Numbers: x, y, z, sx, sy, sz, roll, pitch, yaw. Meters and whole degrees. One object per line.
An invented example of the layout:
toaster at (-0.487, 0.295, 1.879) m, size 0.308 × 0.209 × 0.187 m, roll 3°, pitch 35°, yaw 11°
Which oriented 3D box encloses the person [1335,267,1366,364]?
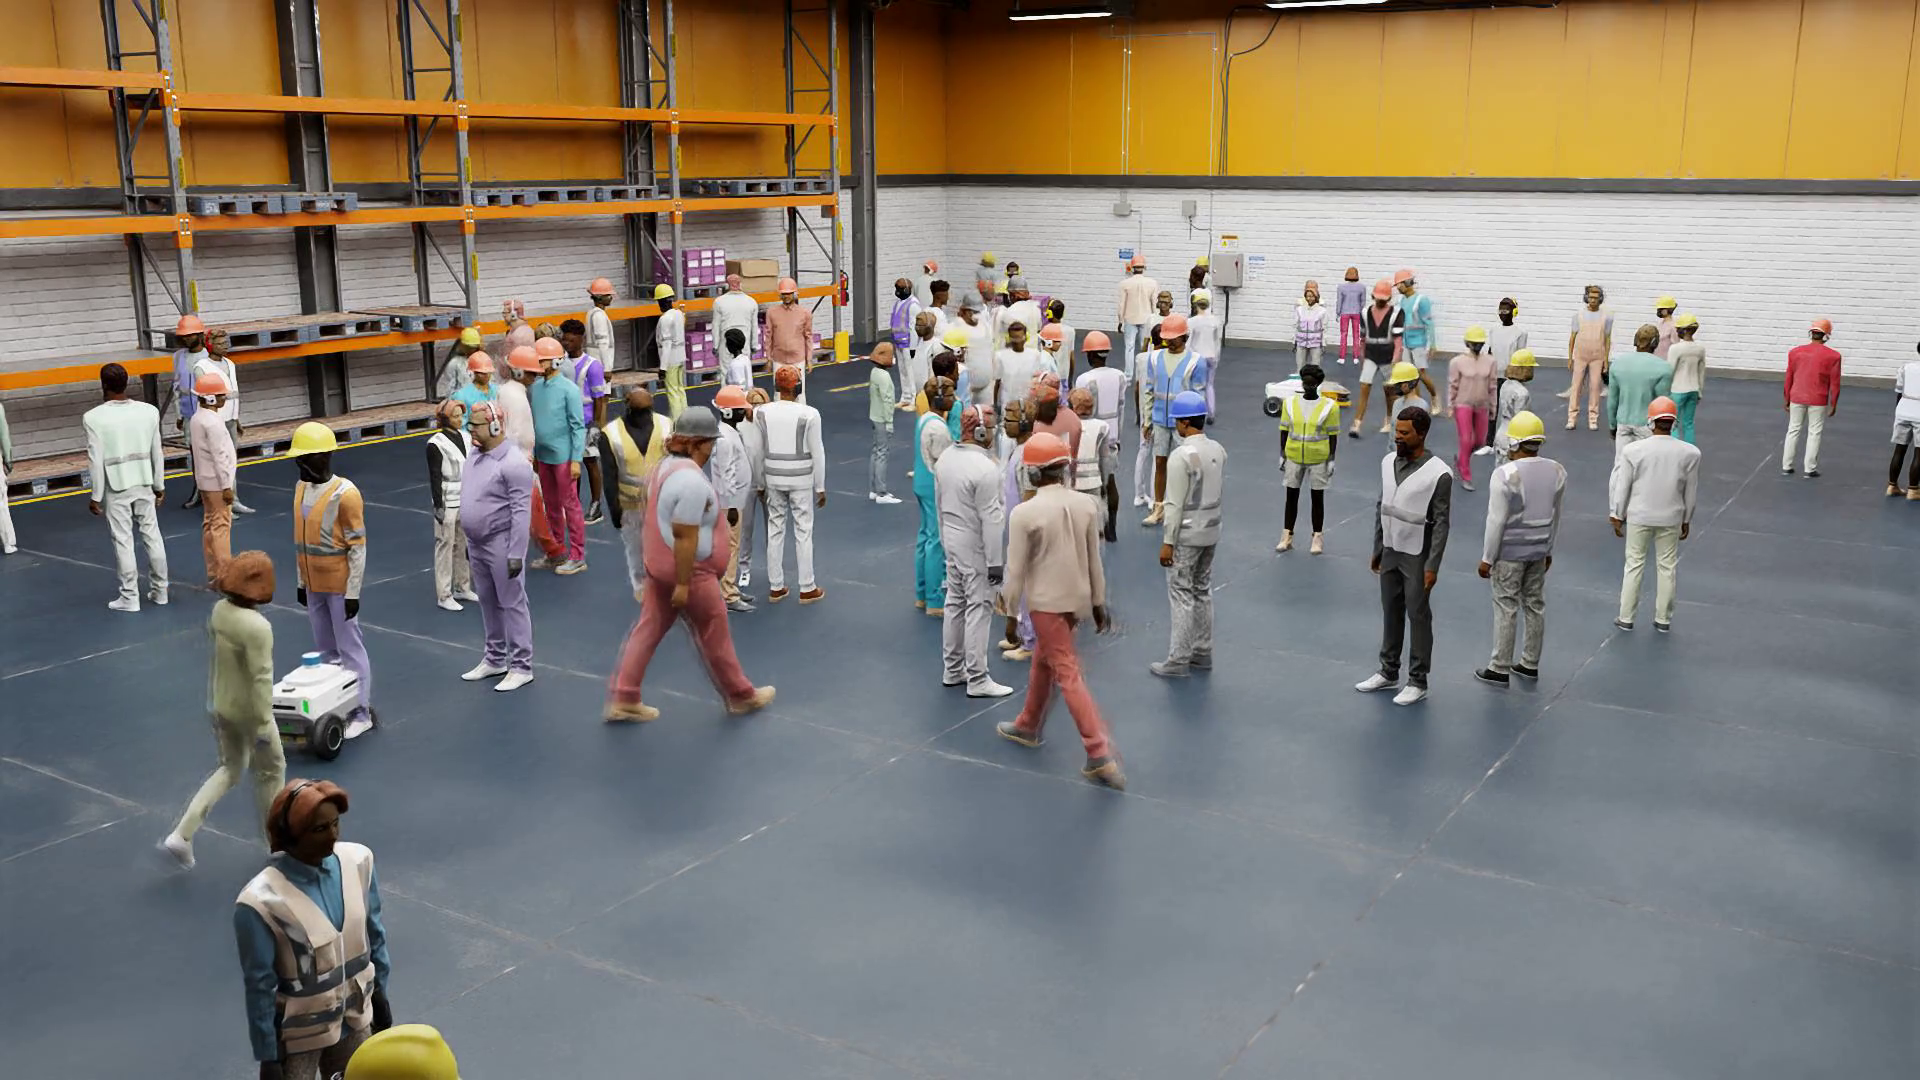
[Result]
person at (6.622, -3.795, 28.206) m, size 0.515 × 1.638 × 0.369 m, roll 1°, pitch 13°, yaw 4°

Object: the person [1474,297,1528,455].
person at (6.318, -1.886, 19.360) m, size 0.329 × 1.873 × 0.514 m, roll -12°, pitch 18°, yaw -43°

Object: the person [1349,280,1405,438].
person at (5.230, -2.256, 20.745) m, size 0.606 × 1.976 × 1.012 m, roll 8°, pitch 15°, yaw 30°

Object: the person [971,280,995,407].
person at (0.229, -2.548, 22.261) m, size 0.515 × 1.854 × 0.623 m, roll 0°, pitch 13°, yaw -1°

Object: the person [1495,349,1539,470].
person at (5.128, -0.899, 15.376) m, size 0.314 × 1.737 × 0.487 m, roll -1°, pitch 13°, yaw -2°

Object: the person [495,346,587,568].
person at (-3.674, -0.662, 13.932) m, size 0.980 × 1.925 × 0.703 m, roll -6°, pitch 14°, yaw -24°

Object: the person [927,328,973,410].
person at (-0.078, -1.165, 16.339) m, size 0.403 × 1.824 × 0.601 m, roll -9°, pitch 16°, yaw -34°

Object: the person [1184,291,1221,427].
person at (3.156, -2.354, 21.651) m, size 0.560 × 1.751 × 0.393 m, roll -6°, pitch 14°, yaw -24°

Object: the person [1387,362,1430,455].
person at (3.815, -0.654, 14.282) m, size 0.342 × 1.753 × 0.532 m, roll -4°, pitch 13°, yaw -15°

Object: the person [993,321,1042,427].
person at (0.617, -1.304, 16.935) m, size 0.480 × 1.821 × 0.891 m, roll -4°, pitch 13°, yaw -15°

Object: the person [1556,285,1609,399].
person at (9.159, -2.868, 24.089) m, size 0.867 × 1.656 × 0.531 m, roll 1°, pitch 13°, yaw 3°

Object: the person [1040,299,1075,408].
person at (1.117, -1.848, 19.220) m, size 0.510 × 1.862 × 0.320 m, roll -9°, pitch 15°, yaw -33°

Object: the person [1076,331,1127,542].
person at (1.237, -0.918, 15.016) m, size 0.544 × 1.938 × 0.356 m, roll -9°, pitch 16°, yaw -35°

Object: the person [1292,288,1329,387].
person at (4.978, -2.768, 23.689) m, size 0.512 × 1.641 × 0.309 m, roll 7°, pitch 15°, yaw 29°

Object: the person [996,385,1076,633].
person at (0.536, -0.258, 12.390) m, size 0.585 × 1.827 × 0.984 m, roll -8°, pitch 15°, yaw -32°

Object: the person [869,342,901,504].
person at (-0.771, -1.189, 16.856) m, size 0.274 × 1.632 × 0.508 m, roll -4°, pitch 14°, yaw -17°

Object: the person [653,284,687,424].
person at (-3.610, -2.214, 20.680) m, size 0.382 × 1.917 × 0.585 m, roll 2°, pitch 13°, yaw 11°

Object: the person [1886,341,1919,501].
person at (9.756, -1.237, 16.948) m, size 0.319 × 1.689 × 0.539 m, roll -6°, pitch 14°, yaw -24°

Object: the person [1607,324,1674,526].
person at (6.384, -1.062, 15.644) m, size 0.373 × 1.936 × 0.629 m, roll -11°, pitch 17°, yaw -39°

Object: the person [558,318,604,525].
person at (-3.655, -1.132, 15.879) m, size 0.606 × 1.965 × 0.367 m, roll 8°, pitch 15°, yaw 31°

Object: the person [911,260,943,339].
person at (-0.594, -3.979, 28.759) m, size 0.650 × 1.715 × 0.417 m, roll 4°, pitch 14°, yaw 17°

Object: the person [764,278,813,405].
person at (-2.132, -2.266, 20.738) m, size 0.608 × 1.995 × 0.377 m, roll 0°, pitch 13°, yaw 0°

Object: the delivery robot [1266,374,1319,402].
delivery robot at (4.504, -1.997, 22.520) m, size 0.707 × 0.478 × 0.477 m, roll 3°, pitch 13°, yaw 14°

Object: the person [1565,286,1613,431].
person at (8.054, -2.320, 21.300) m, size 0.508 × 1.846 × 0.345 m, roll 5°, pitch 14°, yaw 19°

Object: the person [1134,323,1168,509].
person at (1.948, -1.232, 16.565) m, size 0.516 × 1.857 × 0.344 m, roll 12°, pitch 18°, yaw 42°

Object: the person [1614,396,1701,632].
person at (5.115, -0.187, 12.265) m, size 0.566 × 1.744 × 0.349 m, roll 2°, pitch 13°, yaw 10°

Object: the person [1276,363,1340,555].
person at (3.061, -0.716, 14.661) m, size 0.532 × 1.697 × 0.322 m, roll 6°, pitch 14°, yaw 25°

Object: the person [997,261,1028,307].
person at (0.820, -3.399, 25.923) m, size 0.521 × 1.873 × 0.334 m, roll -1°, pitch 13°, yaw -3°

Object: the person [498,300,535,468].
person at (-4.945, -1.732, 18.617) m, size 0.409 × 1.905 × 0.651 m, roll -2°, pitch 13°, yaw -10°

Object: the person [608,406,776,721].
person at (-1.715, 0.126, 10.261) m, size 1.039 × 2.000 × 0.690 m, roll -7°, pitch 15°, yaw -29°

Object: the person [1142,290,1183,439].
person at (2.516, -2.172, 20.655) m, size 0.513 × 1.845 × 0.335 m, roll 1°, pitch 13°, yaw 6°

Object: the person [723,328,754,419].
person at (-2.328, -1.391, 17.596) m, size 0.318 × 1.693 × 0.539 m, roll 0°, pitch 13°, yaw 2°

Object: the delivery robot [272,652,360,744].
delivery robot at (-3.843, 0.912, 9.898) m, size 0.477 × 0.478 × 0.707 m, roll 2°, pitch 13°, yaw 10°

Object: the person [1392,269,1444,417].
person at (6.140, -2.634, 22.345) m, size 0.724 × 1.991 × 0.674 m, roll -5°, pitch 14°, yaw -23°

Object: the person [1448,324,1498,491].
person at (5.396, -1.422, 17.610) m, size 0.532 × 1.744 × 0.620 m, roll -1°, pitch 13°, yaw -6°

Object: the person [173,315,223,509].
person at (-7.532, -1.260, 16.496) m, size 0.542 × 1.939 × 0.368 m, roll 2°, pitch 13°, yaw 8°

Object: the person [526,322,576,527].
person at (-3.876, -1.084, 15.728) m, size 0.635 × 1.938 × 0.361 m, roll 3°, pitch 13°, yaw 15°

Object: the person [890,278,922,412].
person at (-0.748, -2.698, 22.981) m, size 0.431 × 1.835 × 0.623 m, roll -6°, pitch 14°, yaw -25°

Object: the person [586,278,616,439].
person at (-4.275, -2.106, 19.932) m, size 0.382 × 2.045 × 0.605 m, roll -5°, pitch 14°, yaw -22°

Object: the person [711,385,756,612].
person at (-1.748, -0.326, 12.849) m, size 0.329 × 1.751 × 0.571 m, roll -2°, pitch 13°, yaw -7°
